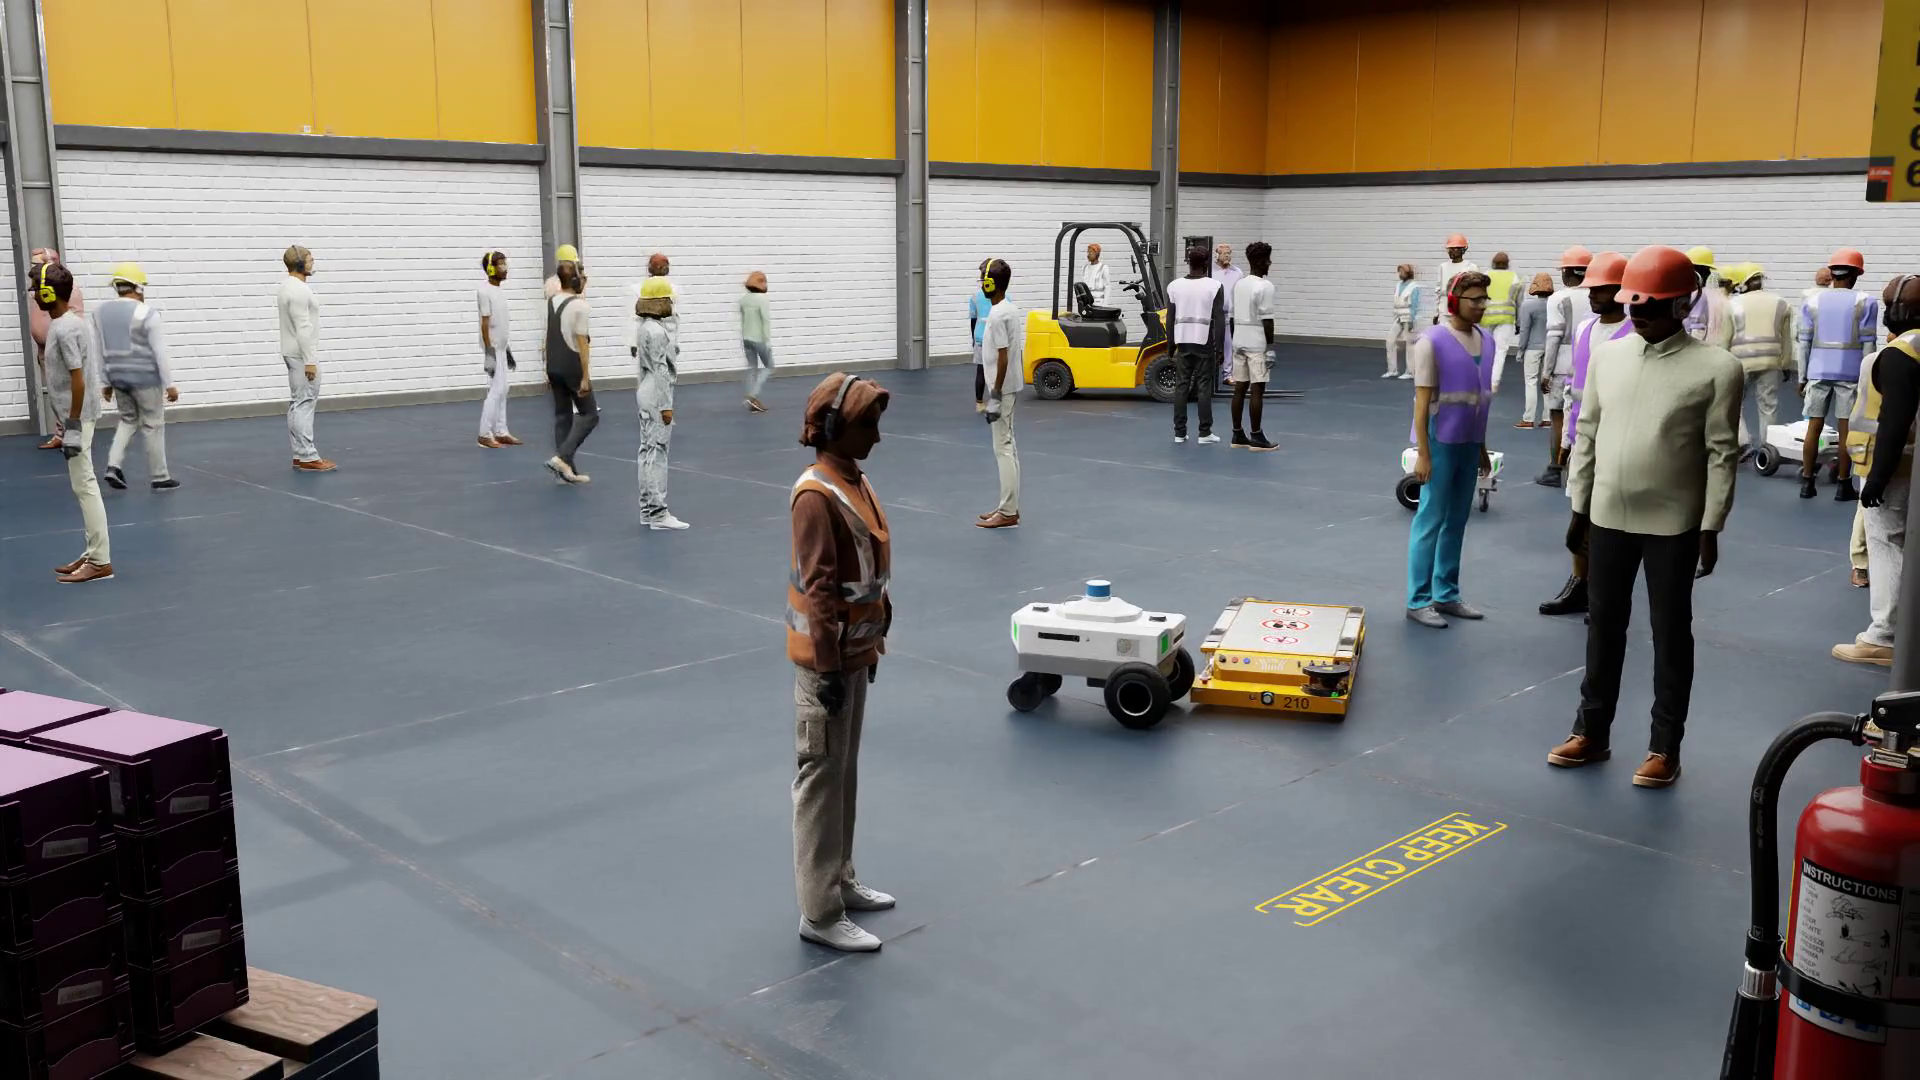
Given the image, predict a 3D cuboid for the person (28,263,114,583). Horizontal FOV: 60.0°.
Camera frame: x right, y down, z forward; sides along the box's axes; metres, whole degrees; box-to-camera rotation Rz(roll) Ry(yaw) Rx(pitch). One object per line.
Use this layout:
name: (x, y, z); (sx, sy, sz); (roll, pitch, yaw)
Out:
person: (-5.205, -0.677, 9.728); (0.335, 1.864, 0.521); (-5, 11, -25)

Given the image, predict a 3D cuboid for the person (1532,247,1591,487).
person: (4.905, -1.375, 13.399); (0.561, 1.932, 0.451); (-3, 11, -17)

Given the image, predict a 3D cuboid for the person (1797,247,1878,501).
person: (6.708, -1.262, 12.739); (0.543, 1.928, 0.374); (9, 13, 39)

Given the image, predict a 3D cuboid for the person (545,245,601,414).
person: (-4.421, -2.385, 18.901); (0.420, 1.917, 0.622); (6, 12, 31)

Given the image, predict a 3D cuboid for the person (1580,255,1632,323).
person: (4.434, -0.945, 11.108); (0.629, 1.897, 0.898); (5, 12, 27)

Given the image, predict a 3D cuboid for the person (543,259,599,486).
person: (-3.153, -1.321, 13.333); (0.526, 1.834, 0.447); (7, 12, 33)

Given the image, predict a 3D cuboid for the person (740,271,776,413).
person: (-2.306, -2.258, 18.989); (0.526, 1.616, 0.332); (10, 14, 43)

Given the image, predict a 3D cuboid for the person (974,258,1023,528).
person: (0.265, -1.006, 11.521); (0.335, 1.863, 0.519); (2, 11, 10)

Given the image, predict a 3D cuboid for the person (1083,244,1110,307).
person: (2.120, -3.712, 26.221); (0.359, 1.882, 0.575); (-8, 13, -38)

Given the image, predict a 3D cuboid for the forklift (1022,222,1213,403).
forklift: (1.935, -2.847, 20.651); (2.313, 2.155, 1.214); (2, 11, 13)

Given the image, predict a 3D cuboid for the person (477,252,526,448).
person: (-4.429, -1.813, 15.950); (0.404, 1.862, 0.580); (0, 10, 3)

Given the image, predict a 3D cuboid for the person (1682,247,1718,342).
person: (6.408, -1.613, 14.669); (0.383, 1.921, 0.585); (0, 10, -2)

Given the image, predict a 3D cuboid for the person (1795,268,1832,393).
person: (10.832, -2.614, 20.989); (0.535, 1.603, 0.819); (5, 11, 24)

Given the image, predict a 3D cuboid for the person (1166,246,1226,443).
person: (2.295, -1.897, 16.222); (0.598, 1.917, 0.375); (6, 12, 29)

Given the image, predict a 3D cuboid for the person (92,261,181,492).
person: (-6.432, -1.260, 13.019); (0.603, 1.826, 0.473); (3, 11, 16)

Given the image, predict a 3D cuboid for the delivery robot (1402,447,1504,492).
delivery robot: (3.660, -0.551, 12.346); (0.707, 0.478, 0.477); (4, 11, 23)

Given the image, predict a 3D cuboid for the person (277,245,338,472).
person: (-5.633, -1.551, 14.281); (0.369, 1.940, 0.631); (-6, 12, -30)

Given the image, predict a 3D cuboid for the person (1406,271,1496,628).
person: (2.552, -0.477, 8.688); (0.570, 1.840, 0.373); (-8, 13, -37)

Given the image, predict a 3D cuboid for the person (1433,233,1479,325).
person: (6.497, -3.002, 21.909); (0.371, 2.044, 0.608); (-8, 13, -39)

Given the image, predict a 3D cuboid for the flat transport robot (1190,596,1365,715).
flat transport robot: (1.494, 0.501, 7.643); (0.652, 0.197, 1.431); (3, 11, 16)

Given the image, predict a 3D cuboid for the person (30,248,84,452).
person: (-8.479, -1.775, 15.598); (0.650, 1.904, 0.401); (7, 12, 33)

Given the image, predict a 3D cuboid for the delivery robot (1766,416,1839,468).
delivery robot: (7.039, -0.814, 13.781); (0.477, 0.478, 0.707); (-2, 11, -11)

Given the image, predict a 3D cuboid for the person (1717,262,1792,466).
person: (6.930, -1.517, 14.505); (0.701, 1.786, 0.458); (1, 10, 7)

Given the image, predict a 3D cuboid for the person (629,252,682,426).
person: (-3.295, -2.175, 17.951); (0.585, 1.852, 0.927); (-5, 12, -26)

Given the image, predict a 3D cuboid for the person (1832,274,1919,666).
person: (4.430, -0.327, 7.877); (0.635, 1.840, 0.429); (-9, 14, -41)

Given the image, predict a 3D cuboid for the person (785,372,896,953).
person: (-0.347, 0.340, 4.785); (0.310, 1.640, 0.514); (1, 10, 7)

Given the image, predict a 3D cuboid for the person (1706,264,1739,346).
person: (7.466, -1.861, 16.494); (0.513, 1.745, 0.521); (2, 11, 9)

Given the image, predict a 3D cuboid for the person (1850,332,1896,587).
person: (5.399, -0.533, 9.567); (0.498, 1.633, 0.289); (1, 10, 6)

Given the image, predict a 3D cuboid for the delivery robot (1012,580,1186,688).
delivery robot: (0.586, 0.415, 7.079); (0.707, 0.478, 0.477); (4, 11, 21)

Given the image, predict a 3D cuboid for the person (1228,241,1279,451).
person: (2.774, -1.830, 15.724); (0.373, 1.966, 0.605); (-5, 12, -26)

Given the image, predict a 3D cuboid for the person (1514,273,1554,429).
person: (6.068, -1.977, 17.438); (0.500, 1.633, 0.282); (-3, 11, -16)

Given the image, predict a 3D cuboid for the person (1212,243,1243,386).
person: (3.516, -3.018, 22.357); (0.642, 1.913, 0.408); (-3, 11, -15)

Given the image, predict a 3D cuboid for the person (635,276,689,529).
person: (-2.080, -0.948, 11.522); (0.296, 1.745, 0.485); (-4, 11, -23)

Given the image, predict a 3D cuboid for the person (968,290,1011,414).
person: (0.358, -2.265, 18.833); (0.540, 1.696, 0.317); (6, 12, 29)

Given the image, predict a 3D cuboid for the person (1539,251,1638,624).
person: (3.345, -0.524, 8.684); (0.361, 1.938, 0.545); (-5, 12, -27)

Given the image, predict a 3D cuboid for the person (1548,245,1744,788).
person: (2.526, -0.084, 6.150); (0.391, 1.986, 0.609); (-9, 14, -41)

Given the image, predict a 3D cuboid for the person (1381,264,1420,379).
person: (6.165, -3.051, 23.300); (0.586, 1.615, 0.547); (-5, 11, -25)

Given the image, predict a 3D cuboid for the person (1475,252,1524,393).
person: (6.984, -2.826, 21.623); (0.655, 1.789, 0.955); (3, 11, 17)
